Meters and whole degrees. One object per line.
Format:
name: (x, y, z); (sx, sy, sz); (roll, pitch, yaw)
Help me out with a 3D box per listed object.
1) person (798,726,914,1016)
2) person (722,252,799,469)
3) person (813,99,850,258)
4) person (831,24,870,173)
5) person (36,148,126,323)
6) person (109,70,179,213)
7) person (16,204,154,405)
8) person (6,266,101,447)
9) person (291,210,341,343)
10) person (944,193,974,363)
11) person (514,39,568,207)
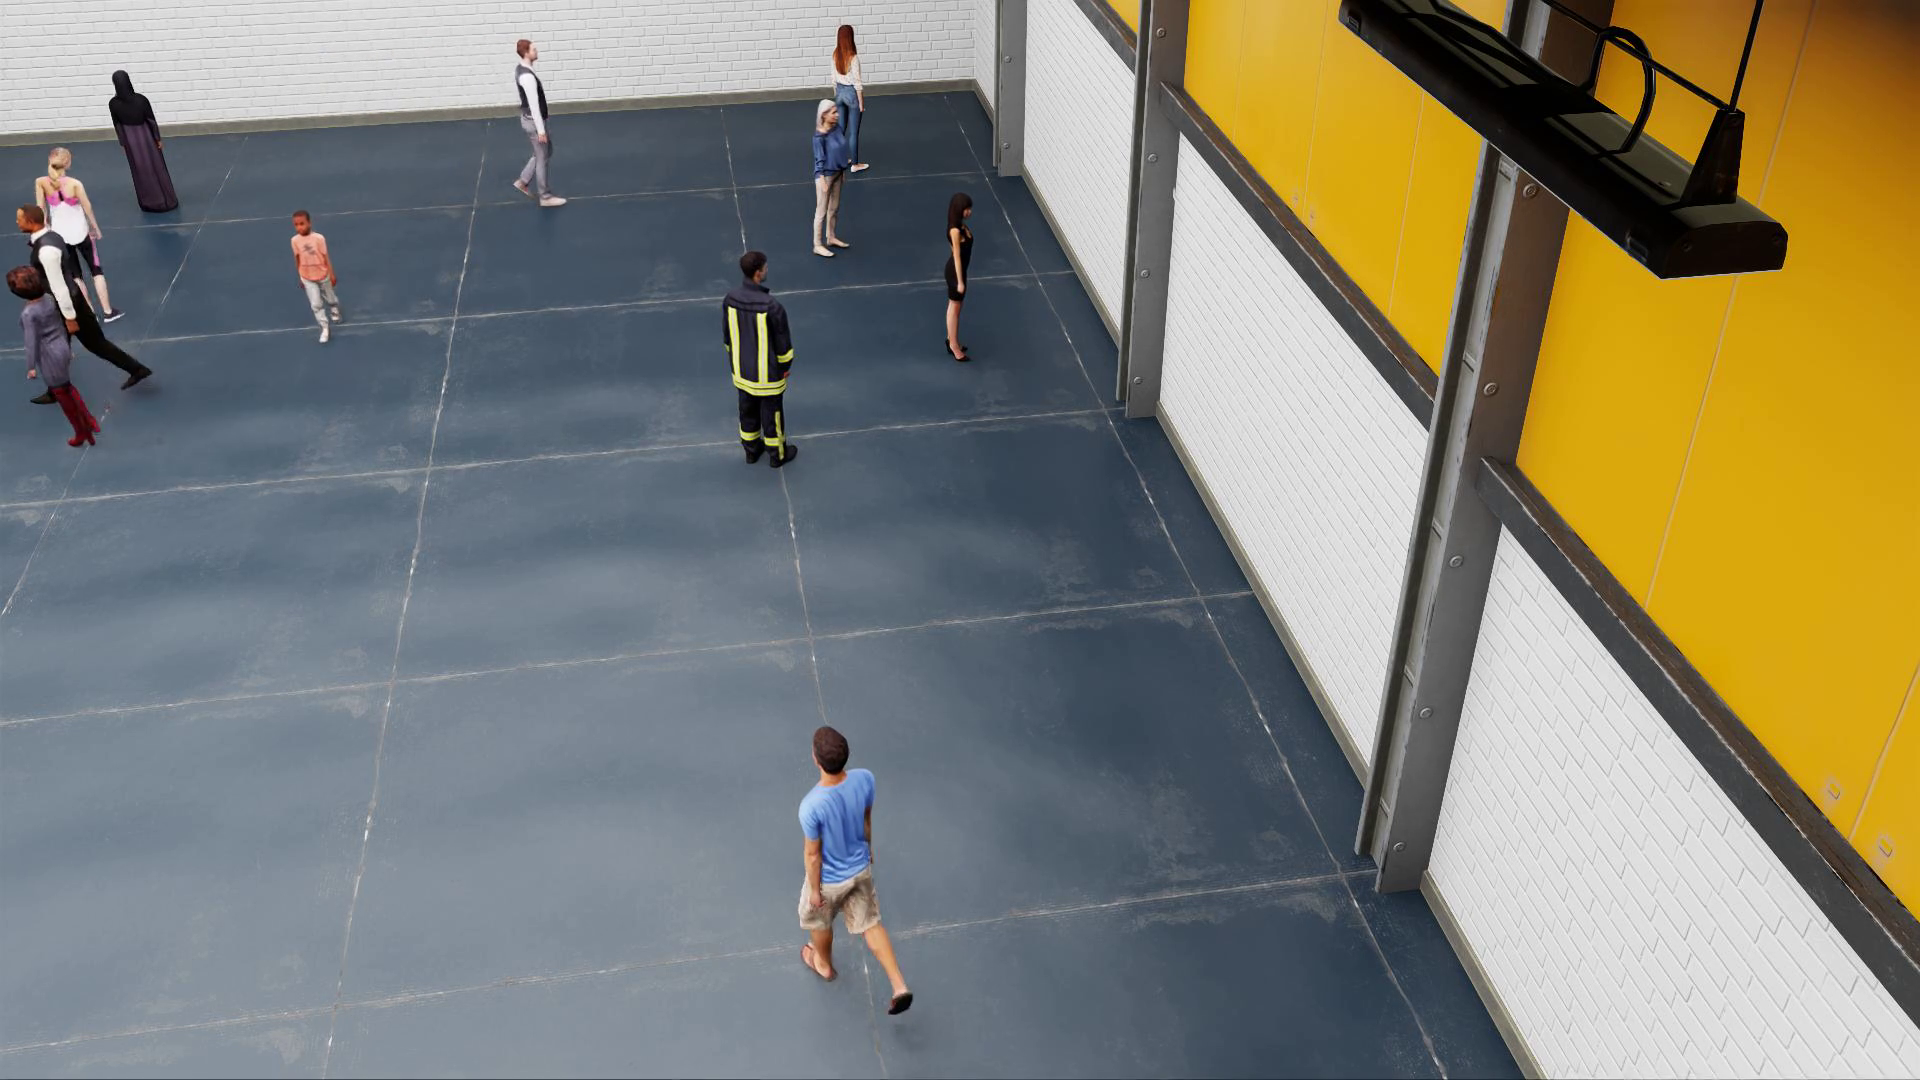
person: (-0.596, 1.838, 9.005); (0.991, 1.837, 1.199); (-24, 41, -32)
person: (-1.696, -1.504, 13.956); (0.890, 1.924, 0.902); (14, 36, 20)
person: (-1.398, -3.861, 17.709); (0.782, 1.693, 0.708); (18, 37, 24)
person: (-1.336, -5.266, 19.792); (0.637, 1.728, 0.707); (23, 40, 30)
person: (-8.719, -2.974, 16.303); (0.665, 1.773, 0.613); (-16, 37, -22)
person: (-9.249, -4.503, 18.745); (0.620, 1.615, 0.618); (-10, 35, -14)
person: (-7.913, -2.100, 14.895); (0.896, 1.876, 1.258); (-10, 35, -15)
person: (-7.673, -1.548, 14.223); (0.737, 1.700, 0.596); (3, 34, 5)
person: (-6.259, -2.605, 16.178); (0.501, 1.297, 0.761); (-4, 34, -6)
person: (-0.035, -2.490, 15.690); (0.662, 1.646, 0.488); (2, 34, 2)
person: (-4.878, -4.689, 18.748); (0.781, 1.924, 0.767); (-10, 35, -15)
